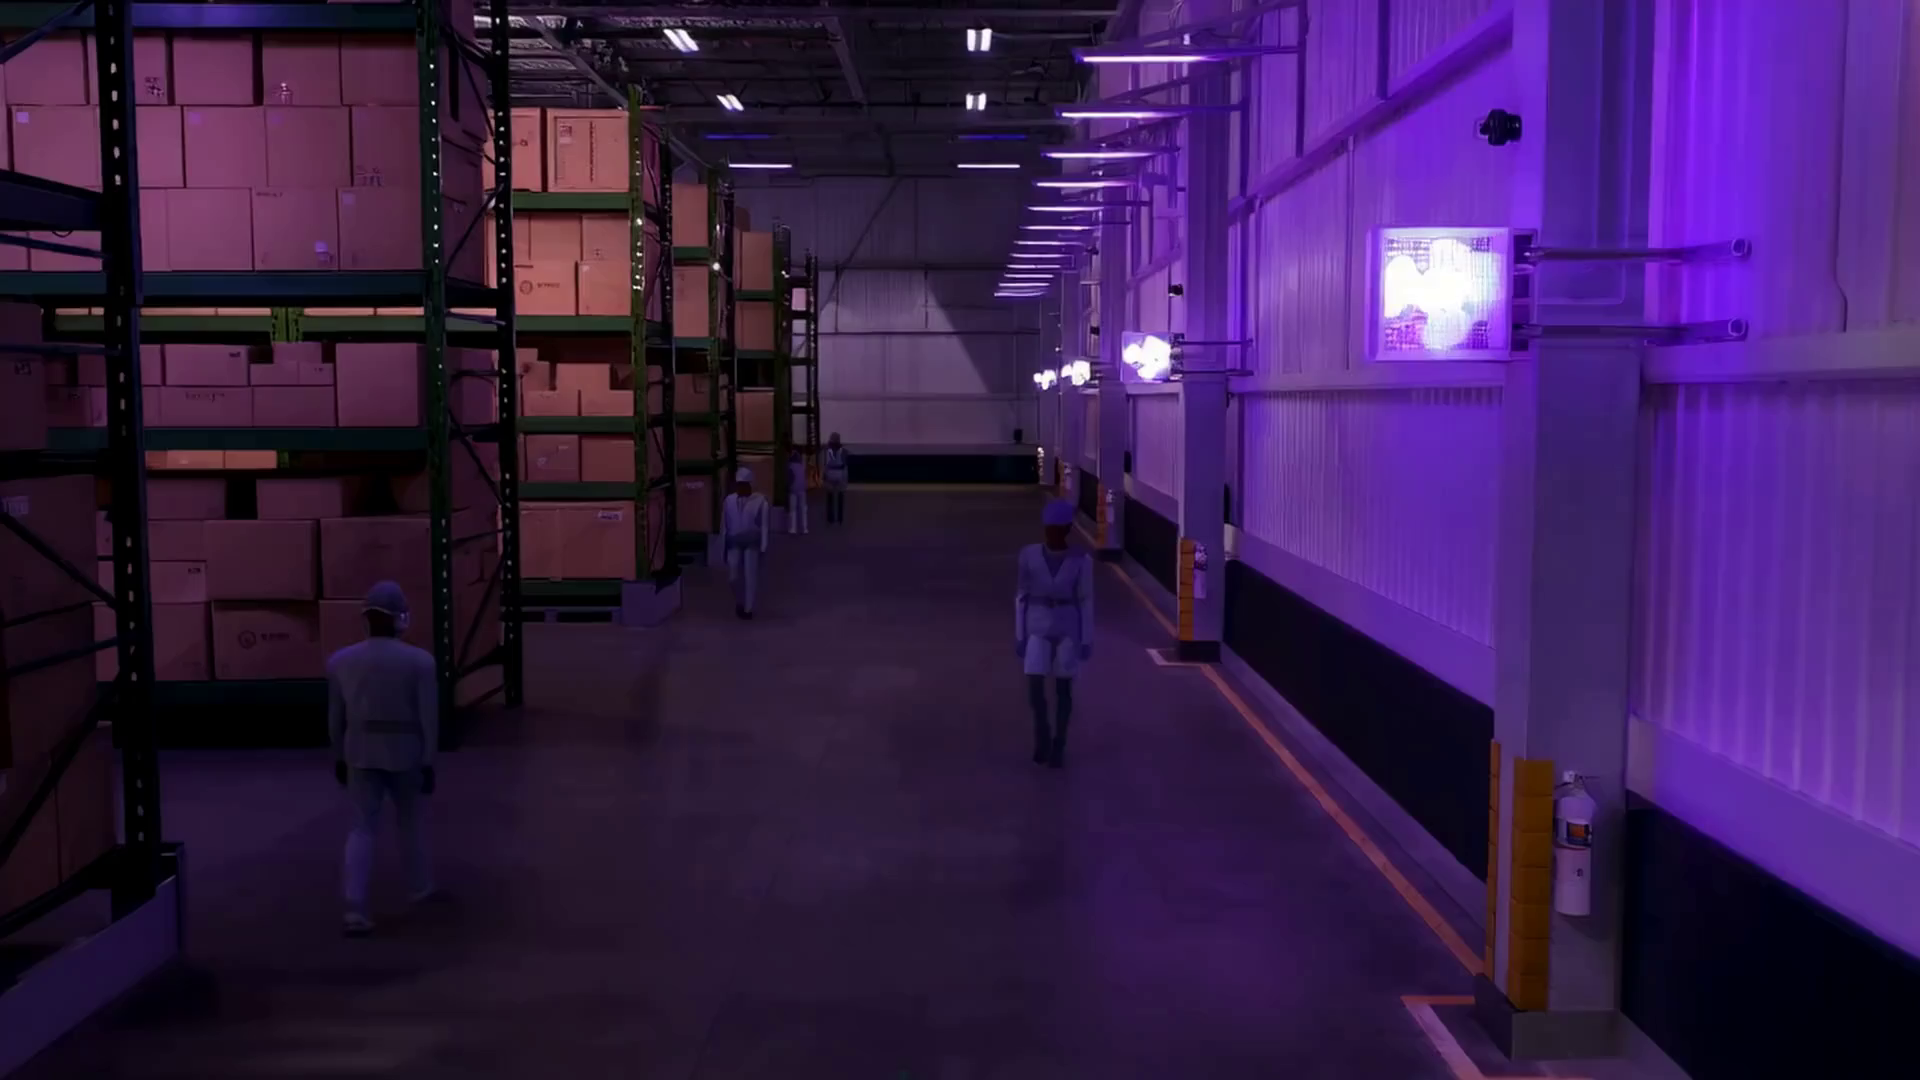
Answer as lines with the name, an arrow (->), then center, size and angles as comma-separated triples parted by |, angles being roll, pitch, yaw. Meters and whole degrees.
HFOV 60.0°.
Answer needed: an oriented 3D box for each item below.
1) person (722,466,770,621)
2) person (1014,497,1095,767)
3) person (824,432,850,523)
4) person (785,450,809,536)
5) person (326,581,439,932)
person -> -2.529, 0.041, 19.526 | 0.620, 1.818, 0.424 | 2, 5, 19
person -> 0.665, 0.657, 11.771 | 0.577, 1.922, 0.404 | 1, 5, 8
person -> -2.556, -1.286, 34.475 | 0.556, 1.912, 0.655 | 0, 5, 1
person -> -3.097, -0.893, 31.561 | 0.322, 1.627, 0.530 | 5, 7, 45
person -> -2.889, 1.060, 8.311 | 0.576, 1.712, 0.882 | 0, 5, -1
